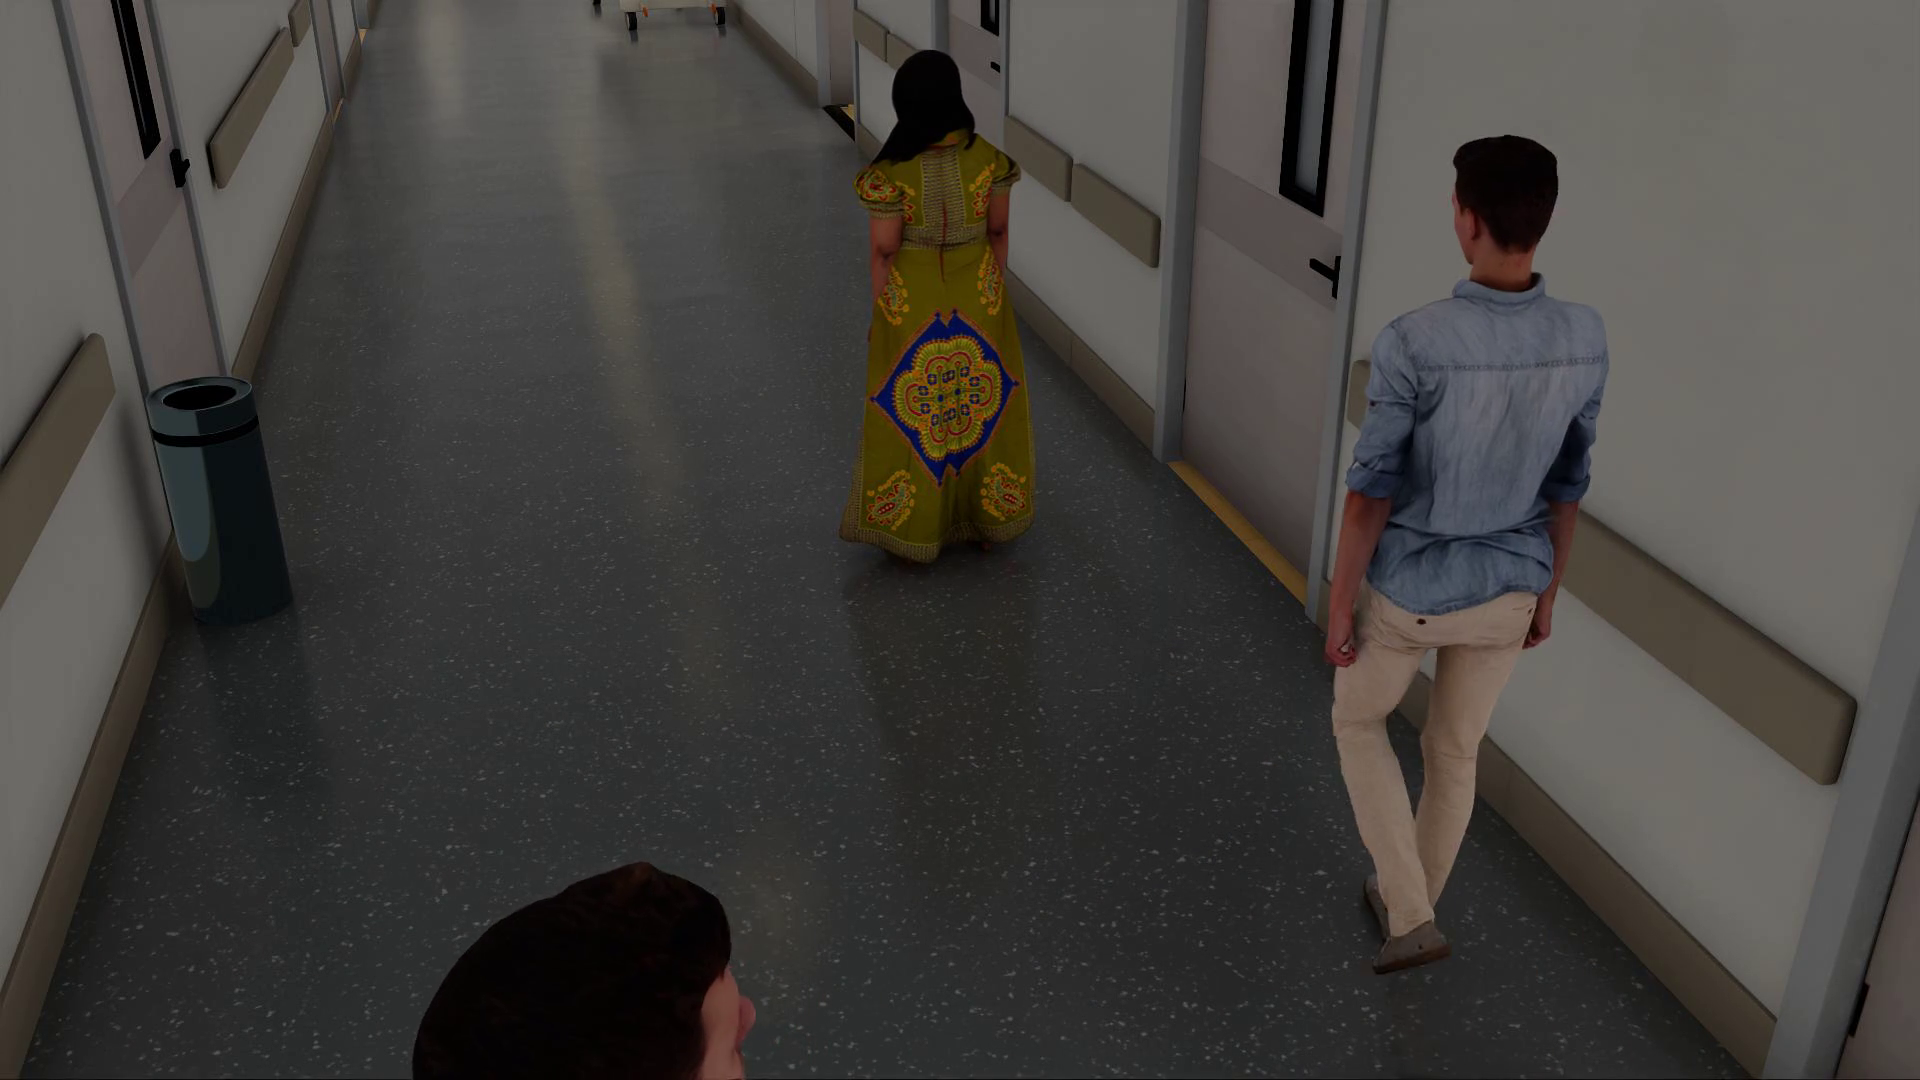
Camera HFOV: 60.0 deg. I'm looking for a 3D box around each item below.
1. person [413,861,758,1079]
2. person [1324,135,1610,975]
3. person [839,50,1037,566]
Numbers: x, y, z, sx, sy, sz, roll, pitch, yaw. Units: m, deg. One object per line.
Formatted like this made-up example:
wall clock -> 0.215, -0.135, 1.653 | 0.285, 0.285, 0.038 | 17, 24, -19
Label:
person -> -0.241, 1.065, 1.401 | 0.720, 1.850, 0.741 | 22, 33, 38
person -> 1.002, 0.146, 3.320 | 0.803, 1.838, 0.802 | -2, 26, -4
person -> -0.067, -0.720, 5.321 | 0.737, 1.659, 0.934 | -9, 27, -19
